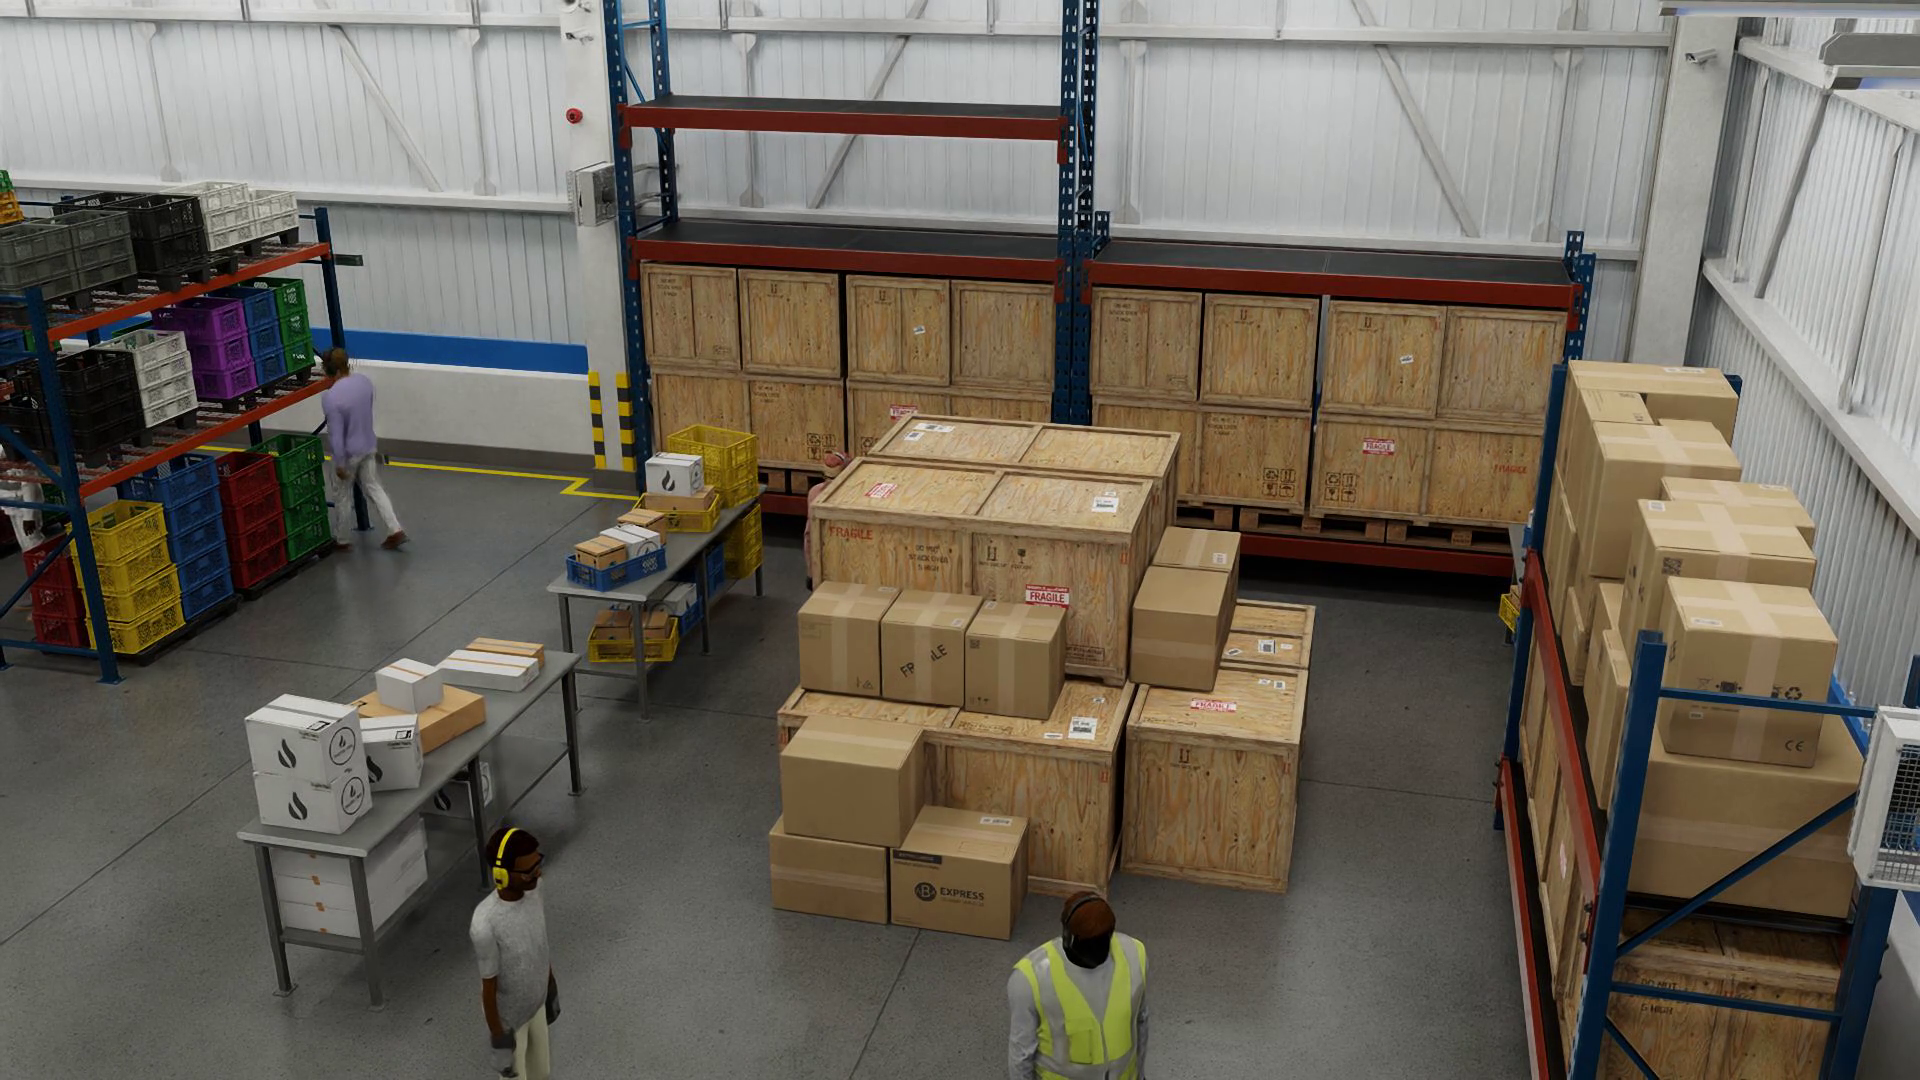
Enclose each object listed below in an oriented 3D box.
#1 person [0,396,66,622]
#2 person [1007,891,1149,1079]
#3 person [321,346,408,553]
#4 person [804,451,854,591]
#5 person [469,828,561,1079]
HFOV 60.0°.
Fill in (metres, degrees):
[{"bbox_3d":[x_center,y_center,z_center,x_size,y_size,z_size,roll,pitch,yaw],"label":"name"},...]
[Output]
[{"bbox_3d":[-7.597,-0.264,13.456,0.346,1.882,0.578,-17,27,-37],"label":"person"},{"bbox_3d":[0.507,2.266,6.896,0.634,1.841,0.429,-8,22,-20],"label":"person"},{"bbox_3d":[-5.398,-0.794,14.803,0.774,1.915,0.651,7,22,19],"label":"person"},{"bbox_3d":[-0.853,0.264,12.055,0.638,1.901,0.402,10,23,24],"label":"person"},{"bbox_3d":[-1.925,2.090,7.338,0.327,1.862,0.500,7,22,17],"label":"person"}]
